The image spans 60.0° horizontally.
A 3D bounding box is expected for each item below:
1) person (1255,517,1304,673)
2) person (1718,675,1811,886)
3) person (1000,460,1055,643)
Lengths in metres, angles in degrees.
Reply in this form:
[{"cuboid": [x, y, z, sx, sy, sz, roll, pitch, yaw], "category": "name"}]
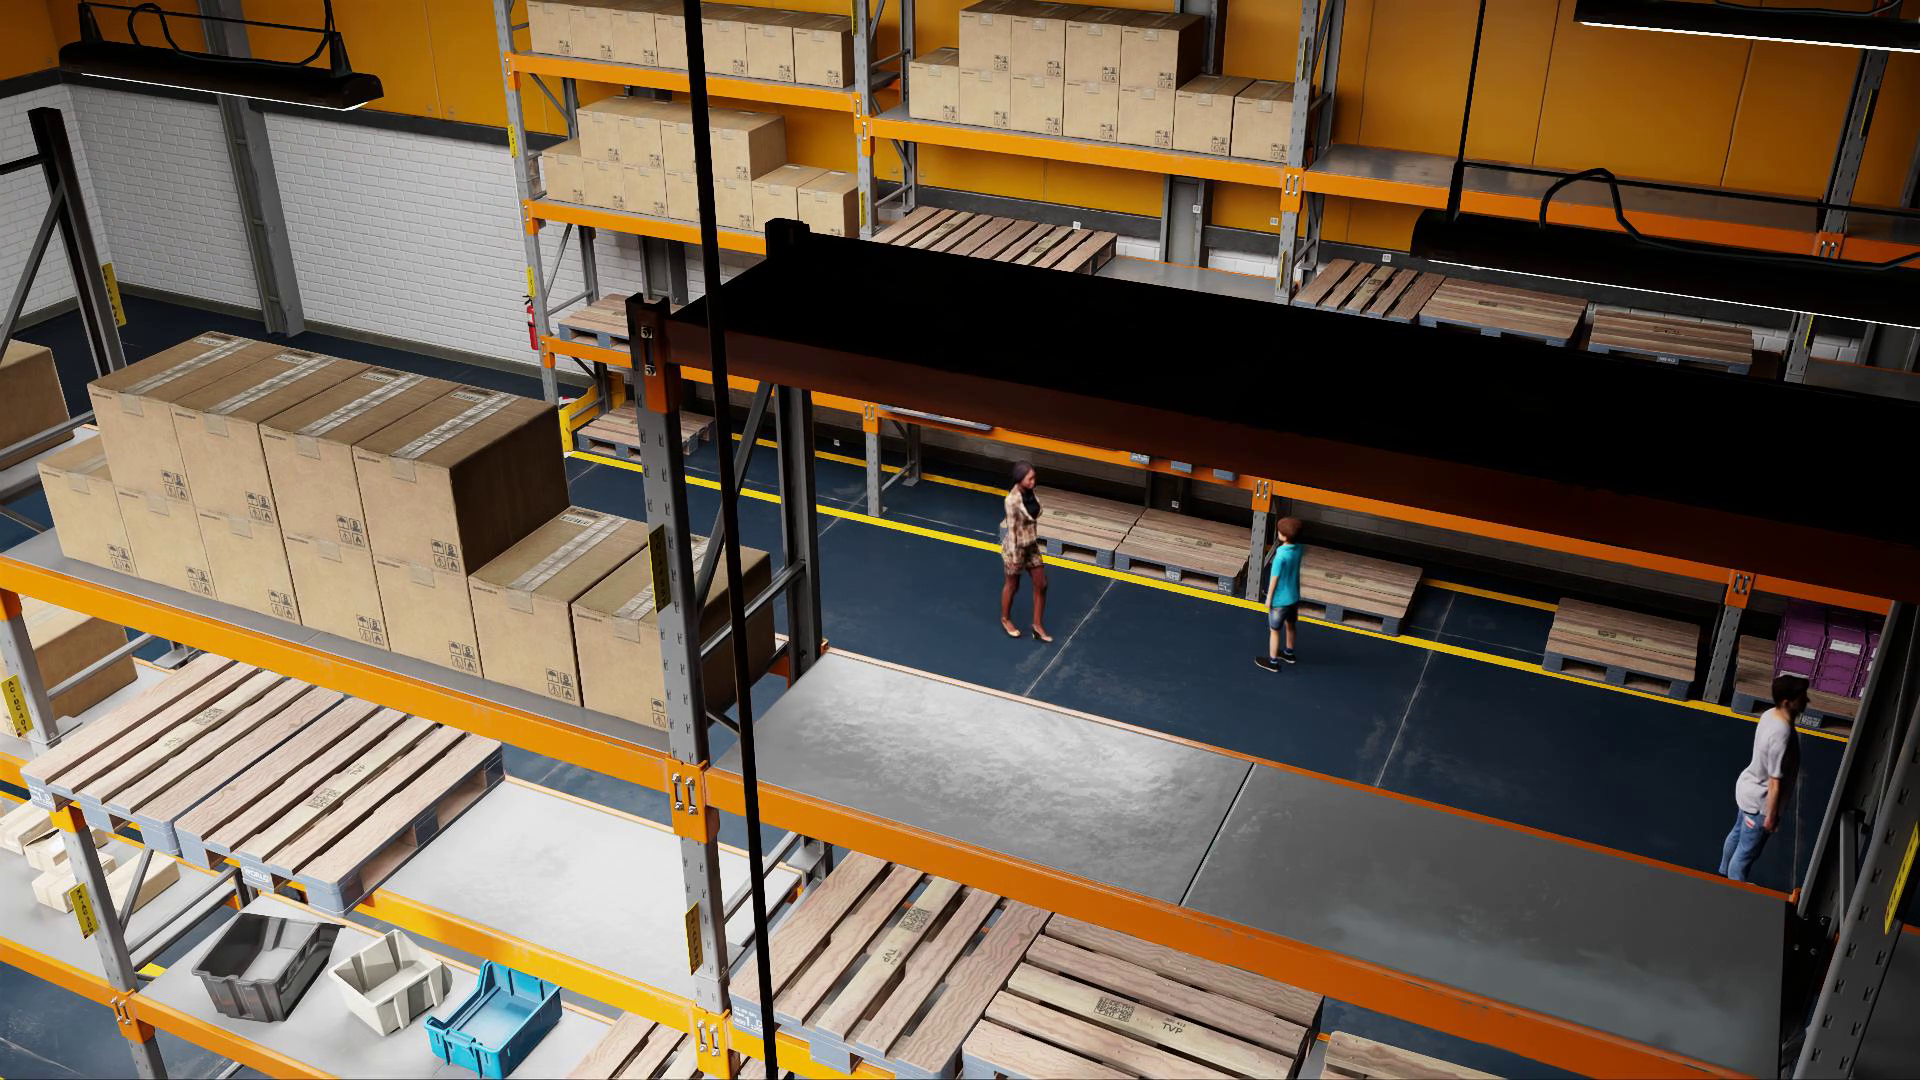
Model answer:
[{"cuboid": [2.801, 0.450, 14.273, 0.592, 1.452, 0.604, -24, 37, -37], "category": "person"}, {"cuboid": [5.524, 1.738, 11.453, 0.599, 1.890, 0.692, 9, 30, 16], "category": "person"}, {"cuboid": [0.463, 0.088, 14.602, 0.835, 1.772, 0.710, 21, 35, 33], "category": "person"}]
